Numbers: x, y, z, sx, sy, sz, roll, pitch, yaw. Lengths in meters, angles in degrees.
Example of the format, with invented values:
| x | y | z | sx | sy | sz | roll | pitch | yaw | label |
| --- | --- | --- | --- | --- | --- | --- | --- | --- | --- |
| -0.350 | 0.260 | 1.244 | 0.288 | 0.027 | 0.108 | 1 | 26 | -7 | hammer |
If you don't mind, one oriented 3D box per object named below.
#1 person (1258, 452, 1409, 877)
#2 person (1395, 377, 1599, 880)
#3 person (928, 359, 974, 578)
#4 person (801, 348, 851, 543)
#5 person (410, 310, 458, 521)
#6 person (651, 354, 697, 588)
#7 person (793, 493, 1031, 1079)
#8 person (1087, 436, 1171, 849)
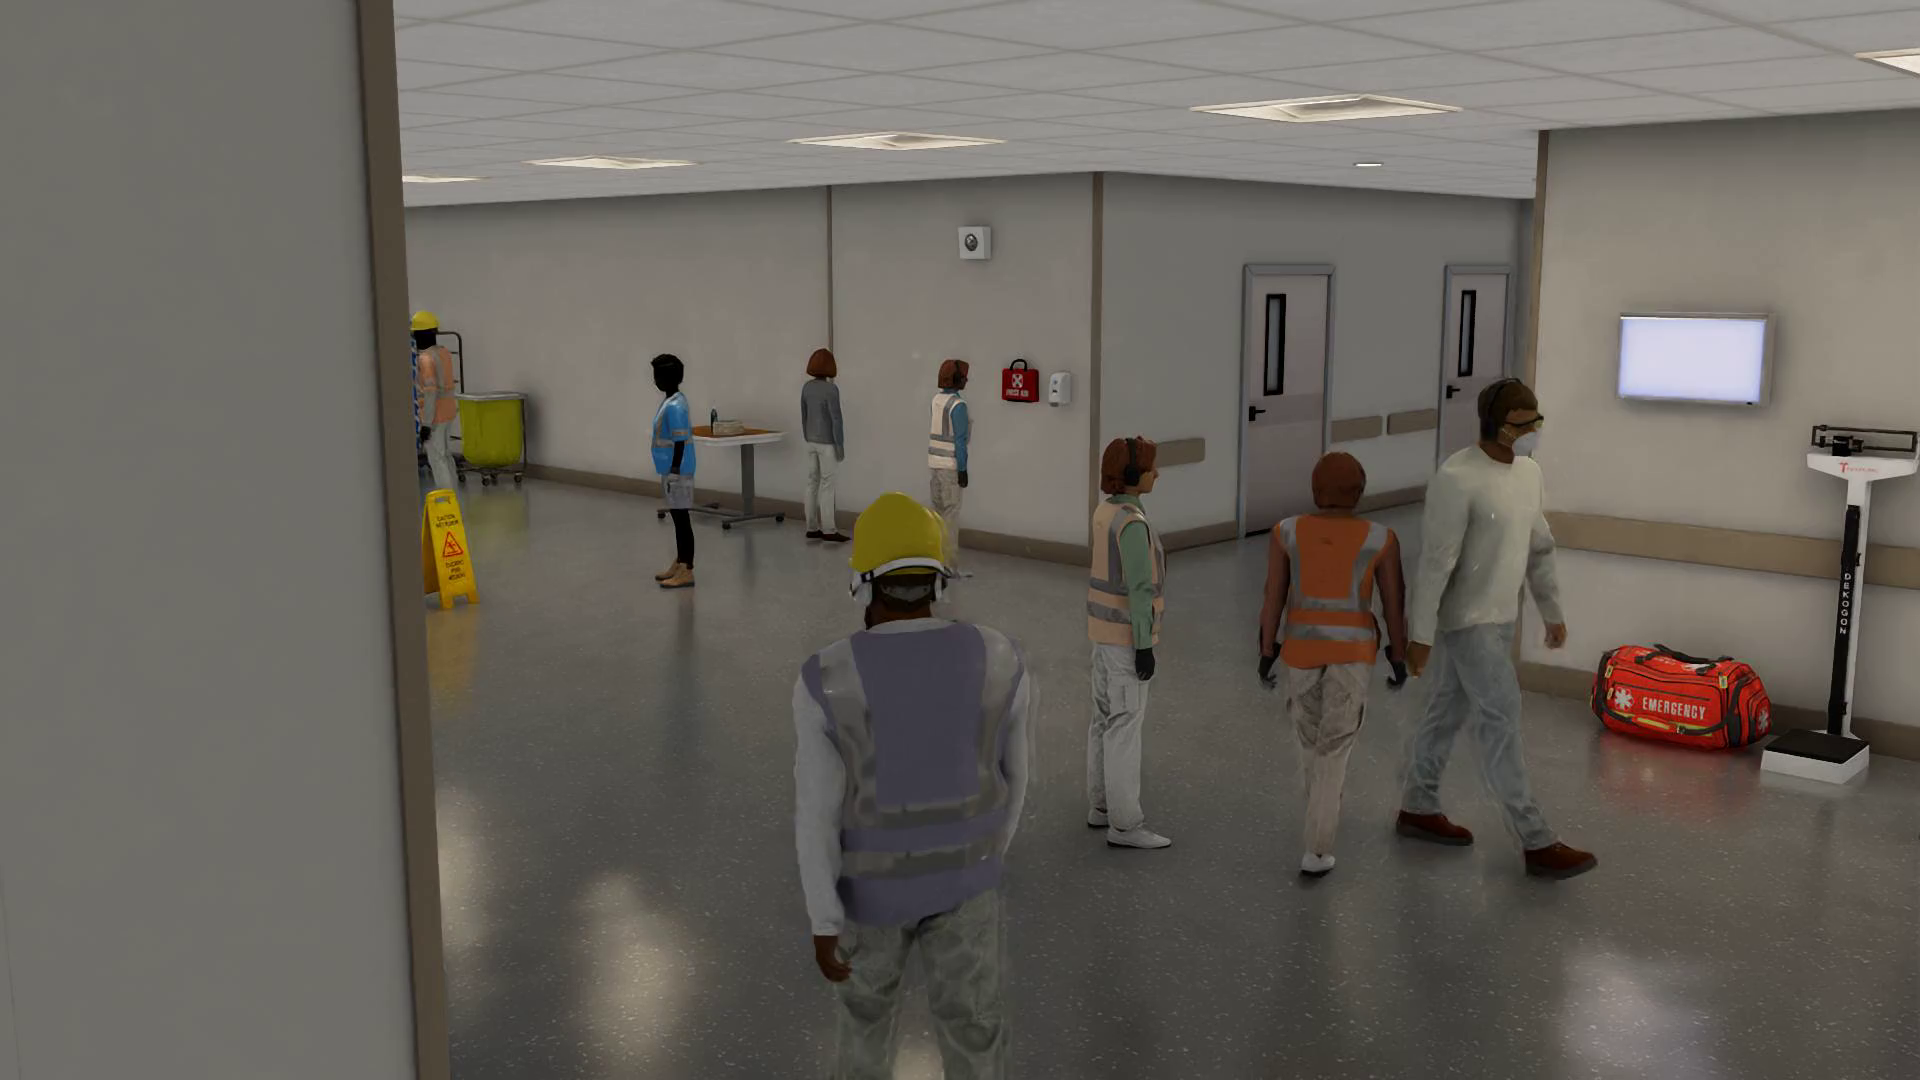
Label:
| x | y | z | sx | sy | sz | roll | pitch | yaw | label |
| --- | --- | --- | --- | --- | --- | --- | --- | --- | --- |
| 1.470 | 0.451 | 6.496 | 0.552 | 1.588 | 0.863 | 5 | 10 | 26 | person |
| 2.089 | 0.327 | 6.345 | 0.959 | 1.884 | 0.759 | 9 | 13 | 44 | person |
| -0.078 | -0.534 | 12.452 | 0.318 | 1.630 | 0.514 | -4 | 10 | -22 | person |
| -1.147 | -0.795 | 14.024 | 0.282 | 1.636 | 0.500 | -8 | 12 | -41 | person |
| -4.810 | -1.127 | 15.189 | 0.388 | 1.924 | 0.594 | 0 | 9 | 0 | person |
| -2.070 | -0.500 | 12.042 | 0.319 | 1.693 | 0.532 | -2 | 10 | -14 | person |
| -0.112 | 0.779 | 3.956 | 0.589 | 1.784 | 0.975 | -3 | 10 | -16 | person |
| 0.661 | 0.404 | 6.662 | 0.309 | 1.641 | 0.511 | -2 | 9 | -11 | person |
